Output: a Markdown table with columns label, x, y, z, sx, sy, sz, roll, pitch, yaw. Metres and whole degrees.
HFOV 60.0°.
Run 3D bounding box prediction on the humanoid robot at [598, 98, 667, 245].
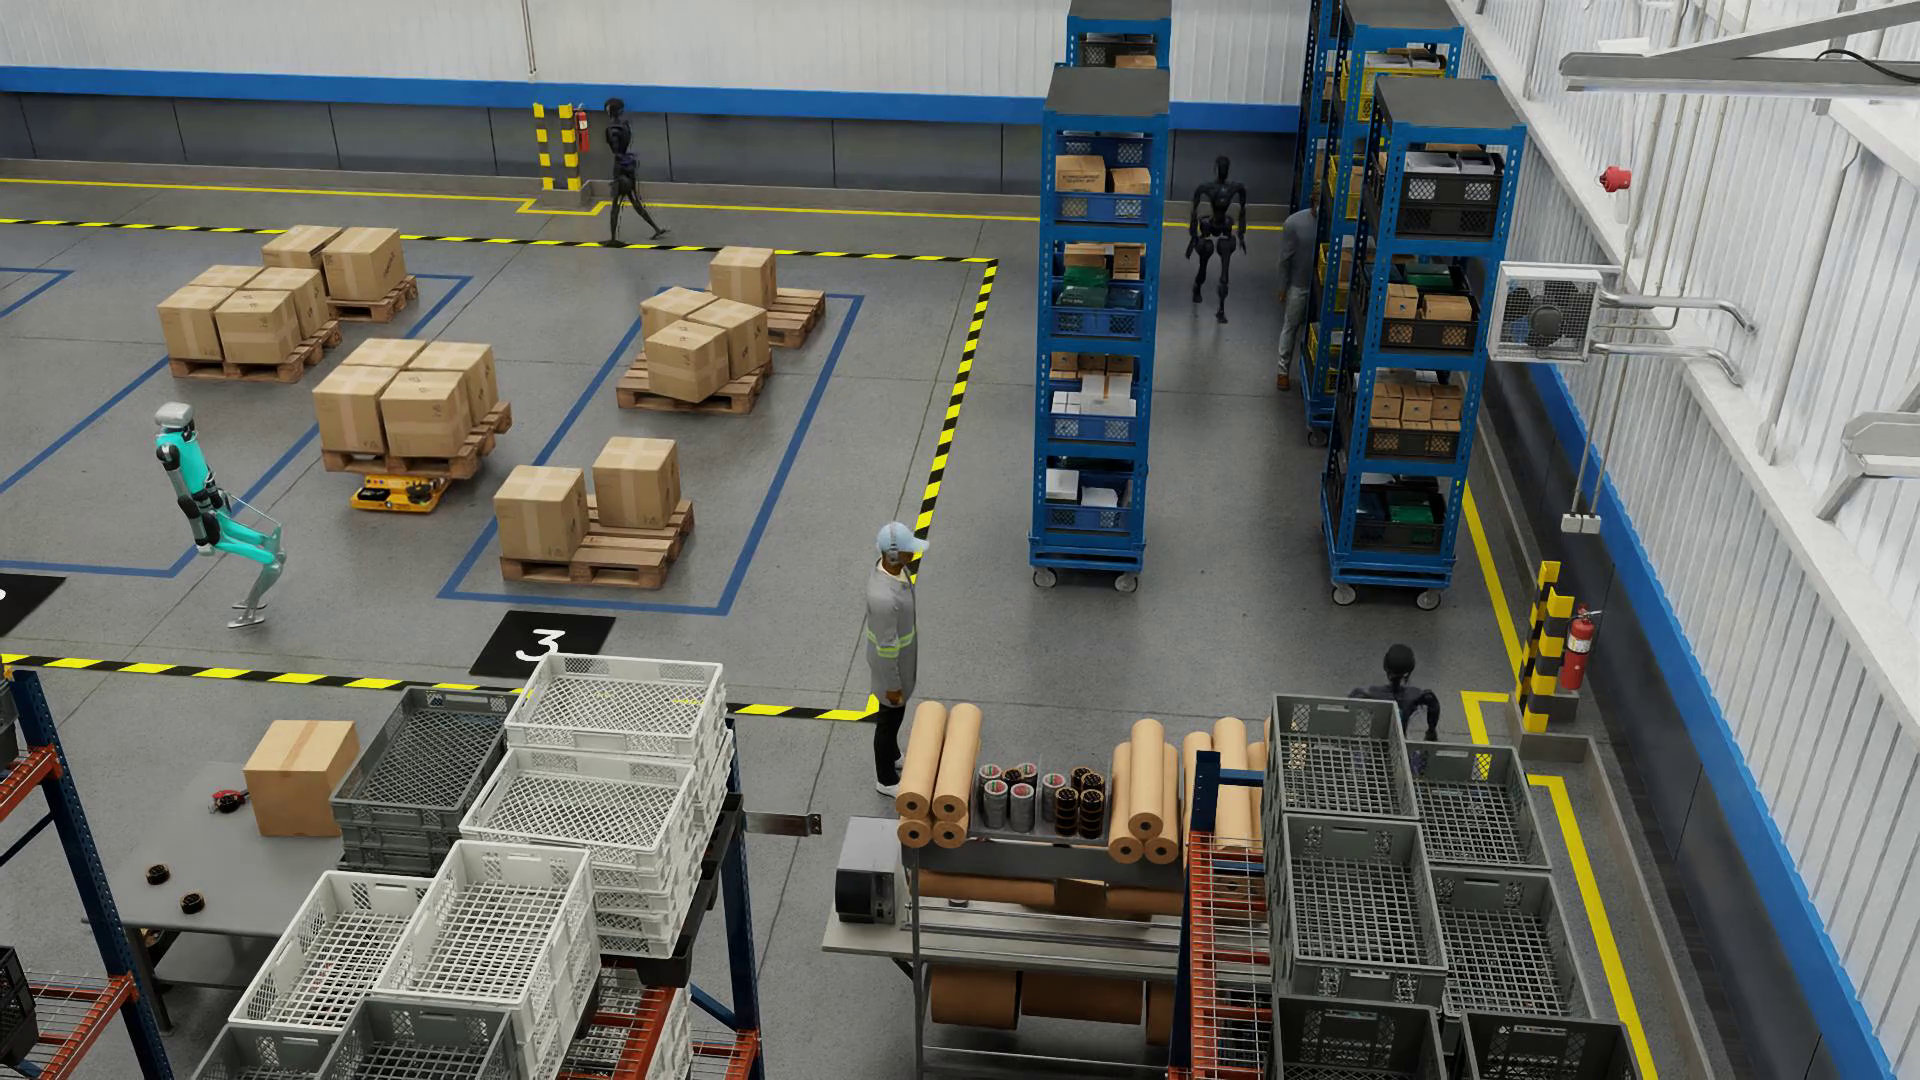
| label | x | y | z | sx | sy | sz | roll | pitch | yaw |
| --- | --- | --- | --- | --- | --- | --- | --- | --- | --- |
| humanoid robot | -3.656 | -4.035 | 18.250 | 0.748 | 1.643 | 0.588 | -2 | 30 | -4 |

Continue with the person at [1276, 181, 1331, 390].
| label | x | y | z | sx | sy | sz | roll | pitch | yaw |
| --- | --- | --- | --- | --- | --- | --- | --- | --- | --- |
| person | 3.156 | -2.281 | 14.932 | 0.626 | 1.940 | 0.372 | -2 | 30 | -3 |

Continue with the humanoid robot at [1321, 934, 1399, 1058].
| label | x | y | z | sx | sy | sz | roll | pitch | yaw |
| --- | --- | --- | --- | --- | --- | --- | --- | --- | --- |
| humanoid robot | 1.664 | 2.338 | 7.193 | 0.537 | 1.727 | 1.032 | 26 | 39 | 37 |

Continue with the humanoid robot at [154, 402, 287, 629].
| label | x | y | z | sx | sy | sz | roll | pitch | yaw |
| --- | --- | --- | --- | --- | --- | --- | --- | --- | --- |
| humanoid robot | -4.967 | -0.179 | 11.388 | 0.735 | 1.677 | 0.533 | -5 | 31 | -8 |

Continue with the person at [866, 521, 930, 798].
| label | x | y | z | sx | sy | sz | roll | pitch | yaw |
| --- | --- | --- | --- | --- | --- | --- | --- | --- | --- |
| person | -0.362 | 0.704 | 9.890 | 0.384 | 1.850 | 0.596 | 1 | 30 | 2 |

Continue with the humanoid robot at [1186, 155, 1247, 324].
| label | x | y | z | sx | sy | sz | roll | pitch | yaw |
| --- | --- | --- | --- | --- | --- | --- | --- | --- | --- |
| humanoid robot | 2.549 | -3.040 | 16.535 | 0.606 | 1.640 | 0.741 | -3 | 30 | -5 |

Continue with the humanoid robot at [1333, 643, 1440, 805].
| label | x | y | z | sx | sy | sz | roll | pitch | yaw |
| --- | --- | --- | --- | --- | --- | --- | --- | --- | --- |
| humanoid robot | 2.299 | 1.301 | 9.062 | 0.609 | 1.637 | 0.688 | -1 | 30 | -2 |

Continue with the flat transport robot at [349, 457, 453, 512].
| label | x | y | z | sx | sy | sz | roll | pitch | yaw |
| --- | --- | --- | --- | --- | --- | --- | --- | --- | --- |
| flat transport robot | -4.457 | -0.669 | 13.795 | 0.652 | 0.197 | 1.431 | 3 | 30 | 6 |

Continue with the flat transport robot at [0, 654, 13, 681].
| label | x | y | z | sx | sy | sz | roll | pitch | yaw |
| --- | --- | --- | --- | --- | --- | --- | --- | --- | --- |
| flat transport robot | -7.142 | 0.969 | 11.010 | 1.431 | 0.231 | 0.659 | 3 | 30 | 6 |
